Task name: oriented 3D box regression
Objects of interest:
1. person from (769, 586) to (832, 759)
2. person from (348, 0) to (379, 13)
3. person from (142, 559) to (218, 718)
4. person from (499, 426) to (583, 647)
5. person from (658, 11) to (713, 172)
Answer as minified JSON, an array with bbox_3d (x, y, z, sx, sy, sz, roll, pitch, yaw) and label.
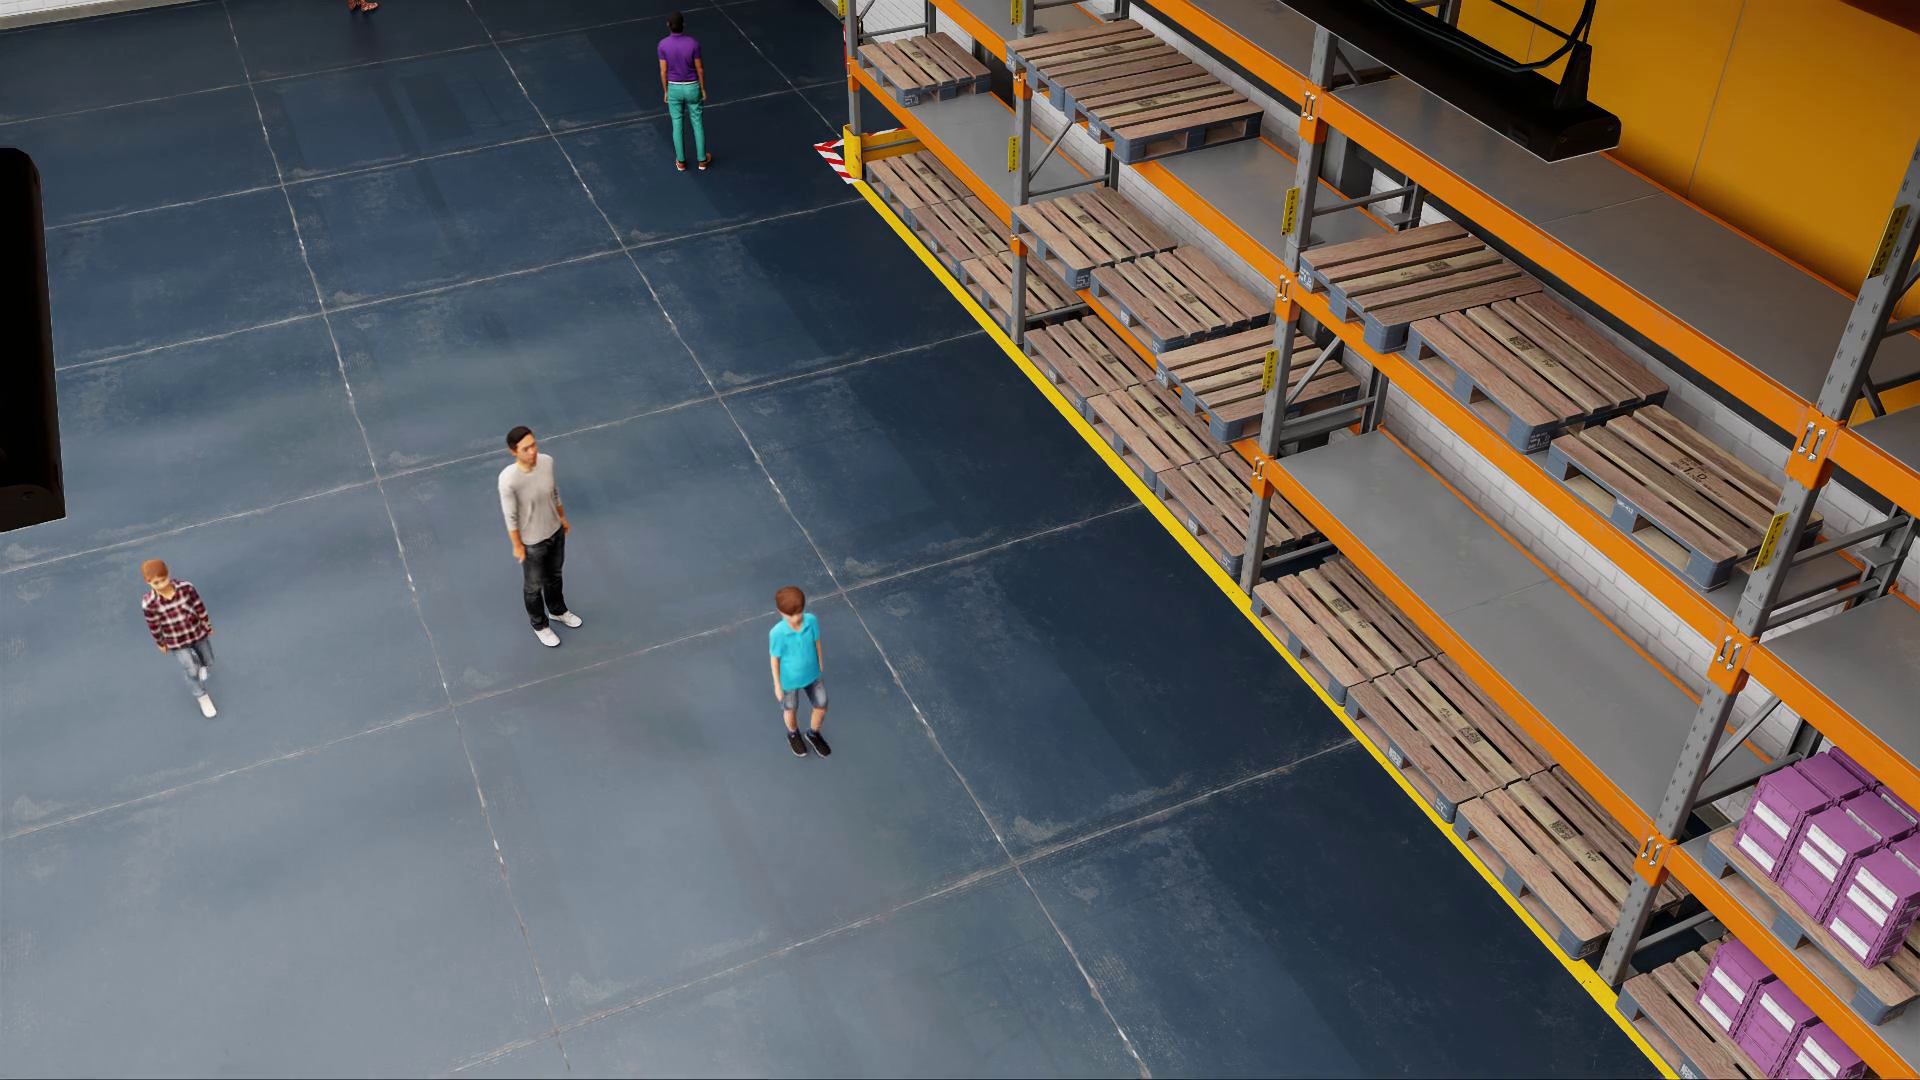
[{"bbox_3d":[-1.114,0.843,11.153,0.550,1.437,0.570,-19,42,-22],"label":"person"},{"bbox_3d":[-8.025,-7.781,21.727,0.645,1.719,0.725,16,41,19],"label":"person"},{"bbox_3d":[-5.409,0.618,11.552,0.647,1.292,0.809,-28,46,-30],"label":"person"},{"bbox_3d":[-3.053,-0.061,11.986,0.732,1.811,0.740,25,45,27],"label":"person"},{"bbox_3d":[-2.991,-4.875,18.048,0.698,1.768,0.690,-3,39,-4],"label":"person"}]
